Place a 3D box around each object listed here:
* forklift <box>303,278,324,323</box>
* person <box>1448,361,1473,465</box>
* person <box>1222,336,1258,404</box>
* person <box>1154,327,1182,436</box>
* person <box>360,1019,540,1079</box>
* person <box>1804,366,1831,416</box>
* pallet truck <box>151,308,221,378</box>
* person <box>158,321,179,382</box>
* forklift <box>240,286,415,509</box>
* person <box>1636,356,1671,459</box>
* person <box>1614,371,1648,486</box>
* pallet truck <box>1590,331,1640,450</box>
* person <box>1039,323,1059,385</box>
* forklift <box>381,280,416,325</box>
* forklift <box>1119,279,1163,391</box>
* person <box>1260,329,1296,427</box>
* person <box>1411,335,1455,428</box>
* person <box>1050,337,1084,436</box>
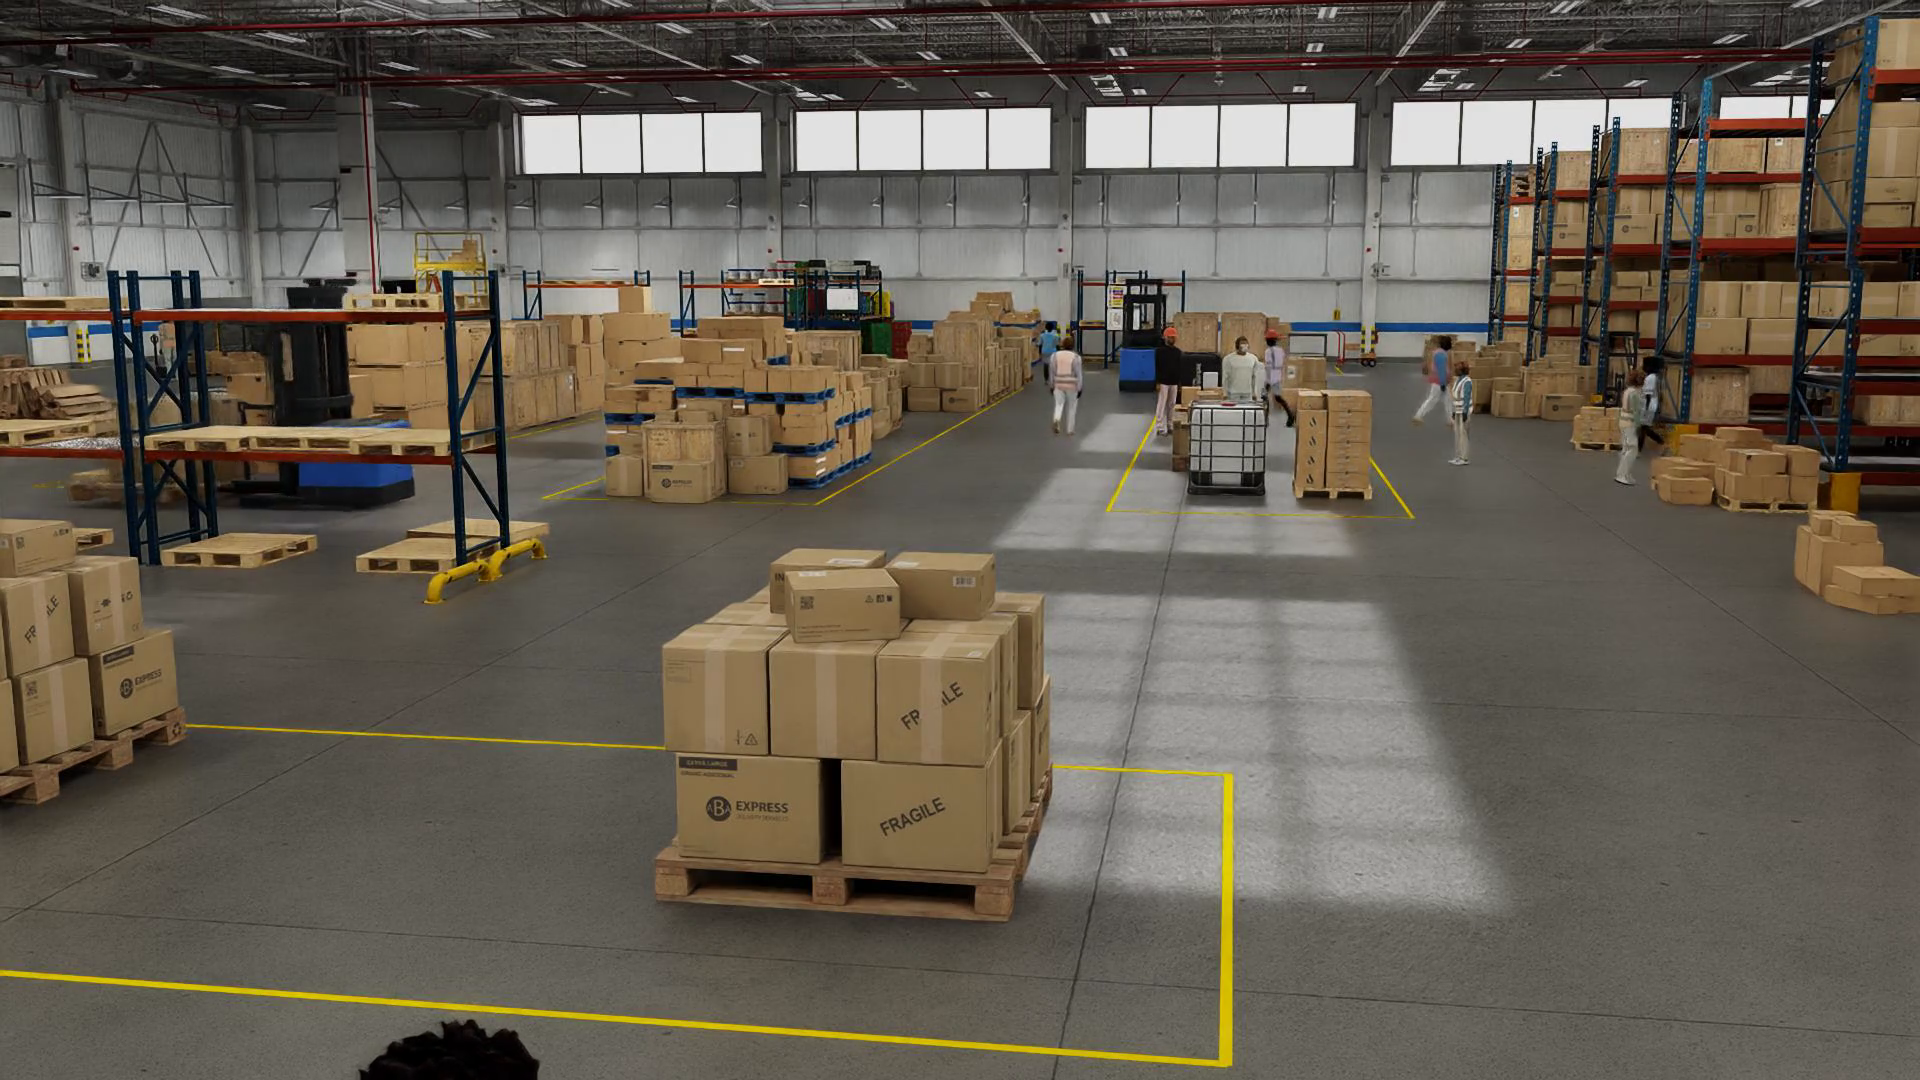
[{"bbox_3d":[-16.755,-5.417,43.321,1.873,2.768,1.129,-3,10,-19],"label":"forklift"},{"bbox_3d":[7.842,-1.984,25.992,0.317,1.631,0.522,-1,9,-4],"label":"person"},{"bbox_3d":[4.708,-2.455,27.954,0.634,1.940,0.367,-2,9,-11],"label":"person"},{"bbox_3d":[3.826,-2.900,30.519,0.612,1.997,0.375,-7,11,-35],"label":"person"},{"bbox_3d":[-0.698,1.656,2.510,0.374,1.966,0.608,-7,11,-35],"label":"person"},{"bbox_3d":[15.998,-2.947,30.985,0.361,1.939,0.543,-3,10,-17],"label":"person"},{"bbox_3d":[-21.869,-5.598,47.154,0.823,1.965,1.885,4,10,26],"label":"pallet truck"},{"bbox_3d":[-21.609,-5.282,45.420,0.385,1.925,0.591,5,10,28],"label":"person"},{"bbox_3d":[-8.151,-1.853,21.343,1.873,2.768,1.129,1,9,9],"label":"forklift"},{"bbox_3d":[11.078,-2.115,26.677,0.589,1.678,0.542,4,10,21],"label":"person"},{"bbox_3d":[9.482,-1.584,23.552,0.379,1.624,0.613,1,9,8],"label":"person"},{"bbox_3d":[11.253,-2.573,28.499,0.823,1.965,1.885,5,10,27],"label":"pallet truck"},{"bbox_3d":[2.361,-4.932,44.094,0.543,1.644,0.876,1,9,4],"label":"person"},{"bbox_3d":[-11.959,-4.169,35.627,1.873,2.768,1.129,1,9,9],"label":"forklift"},{"bbox_3d":[4.606,-5.169,41.796,1.129,2.768,1.873,1,9,9],"label":"forklift"},{"bbox_3d":[6.130,-3.125,32.201,0.560,1.916,0.871,-8,12,-42],"label":"person"},{"bbox_3d":[9.199,-3.050,32.036,0.926,1.802,0.633,4,10,23],"label":"person"},{"bbox_3d":[1.940,-2.793,30.385,0.646,1.827,0.529,3,10,18],"label":"person"}]
